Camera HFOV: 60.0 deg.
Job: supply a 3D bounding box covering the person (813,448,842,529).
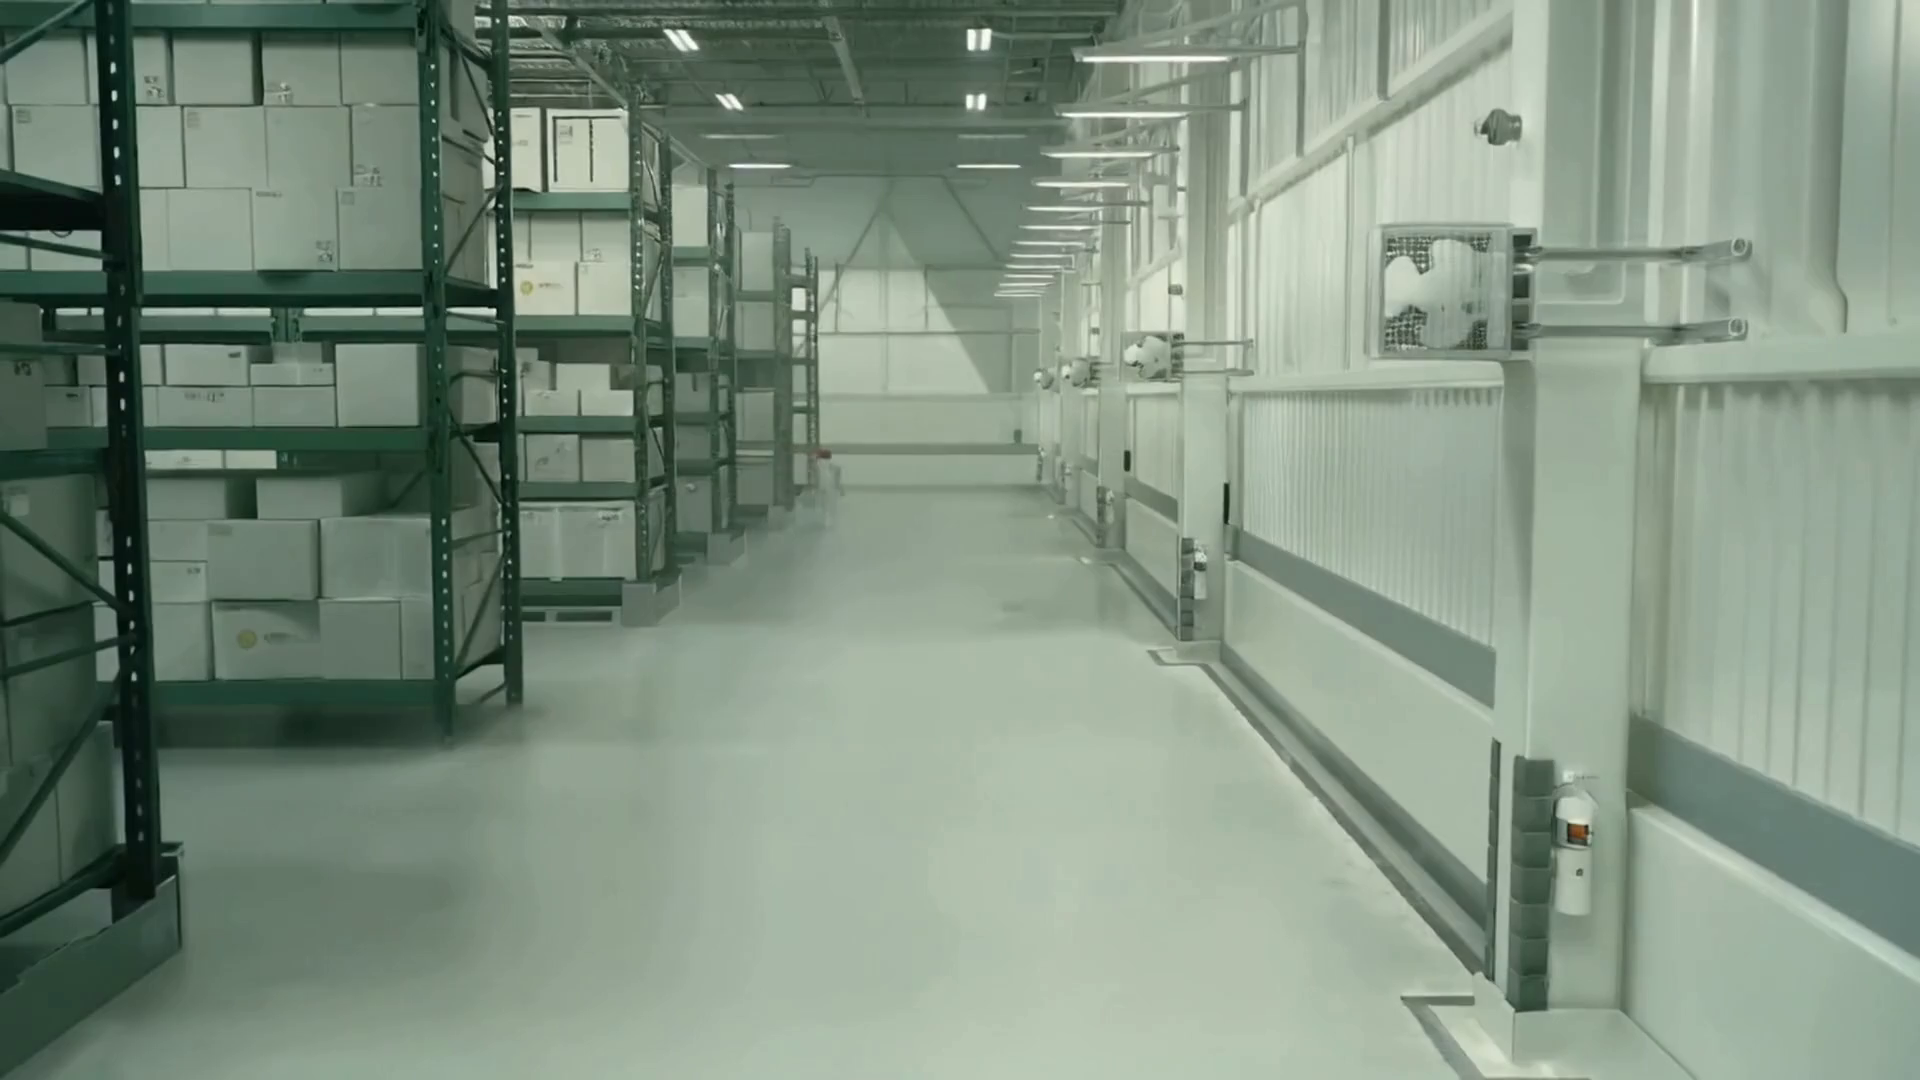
[{"bbox_3d":[-2.627,-1.029,33.191,0.540,1.601,0.789,1,5,9],"label":"person"}]
